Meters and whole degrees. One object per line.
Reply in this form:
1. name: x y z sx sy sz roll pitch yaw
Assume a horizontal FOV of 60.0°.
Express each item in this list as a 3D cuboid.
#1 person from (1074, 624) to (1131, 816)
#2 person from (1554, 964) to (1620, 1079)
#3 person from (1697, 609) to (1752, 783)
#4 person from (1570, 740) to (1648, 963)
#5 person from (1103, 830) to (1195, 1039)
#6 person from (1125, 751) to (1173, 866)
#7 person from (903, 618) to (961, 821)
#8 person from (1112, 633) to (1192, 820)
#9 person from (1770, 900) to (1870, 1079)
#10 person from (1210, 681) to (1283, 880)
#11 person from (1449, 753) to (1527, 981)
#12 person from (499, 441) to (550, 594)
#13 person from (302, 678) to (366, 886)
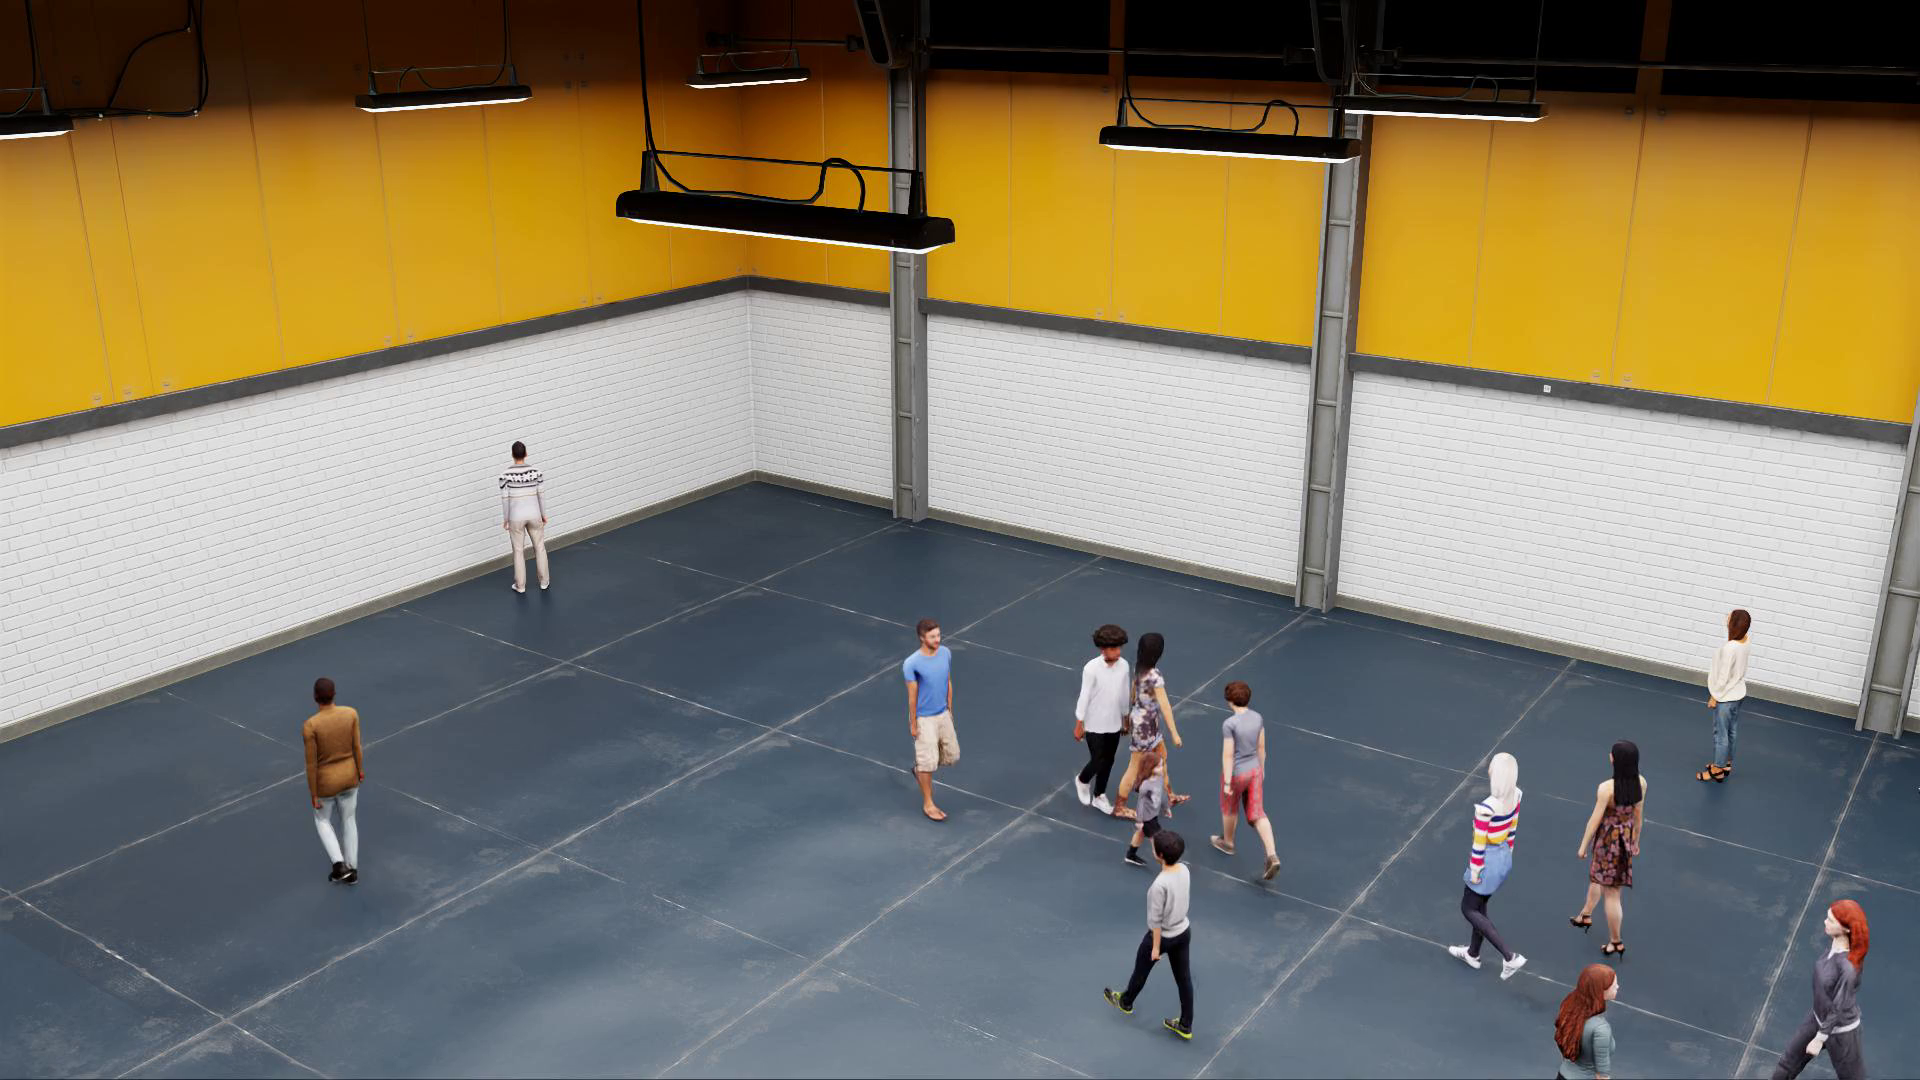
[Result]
1. person: 1.208 1.562 14.671 0.822 1.793 0.867 -11 22 -29
2. person: 3.633 3.248 9.742 0.729 1.743 0.670 -3 19 -9
3. person: 7.062 1.416 15.276 0.652 1.683 0.595 -17 25 -42
4. person: 4.934 2.346 12.397 0.851 1.758 0.973 -9 20 -24
5. person: 1.506 2.763 11.522 0.678 1.527 0.974 -18 25 -42
6. person: 1.523 2.239 13.783 0.759 1.076 0.503 11 21 29
7. person: -0.315 1.526 14.682 0.798 1.855 0.919 -14 23 -35
8. person: 1.534 1.659 14.526 1.069 1.701 1.002 -2 19 -6
9. person: 5.497 3.068 10.299 1.205 1.729 0.887 4 19 12
10. person: 2.374 1.988 13.682 0.992 1.616 1.207 -6 20 -18
11. person: 3.937 2.404 12.170 0.829 1.794 1.007 -13 23 -34
12. person: -5.244 -0.284 20.043 0.768 1.861 0.761 -8 20 -23
13. person: -4.998 1.975 13.422 0.728 1.808 0.723 -15 24 -38
